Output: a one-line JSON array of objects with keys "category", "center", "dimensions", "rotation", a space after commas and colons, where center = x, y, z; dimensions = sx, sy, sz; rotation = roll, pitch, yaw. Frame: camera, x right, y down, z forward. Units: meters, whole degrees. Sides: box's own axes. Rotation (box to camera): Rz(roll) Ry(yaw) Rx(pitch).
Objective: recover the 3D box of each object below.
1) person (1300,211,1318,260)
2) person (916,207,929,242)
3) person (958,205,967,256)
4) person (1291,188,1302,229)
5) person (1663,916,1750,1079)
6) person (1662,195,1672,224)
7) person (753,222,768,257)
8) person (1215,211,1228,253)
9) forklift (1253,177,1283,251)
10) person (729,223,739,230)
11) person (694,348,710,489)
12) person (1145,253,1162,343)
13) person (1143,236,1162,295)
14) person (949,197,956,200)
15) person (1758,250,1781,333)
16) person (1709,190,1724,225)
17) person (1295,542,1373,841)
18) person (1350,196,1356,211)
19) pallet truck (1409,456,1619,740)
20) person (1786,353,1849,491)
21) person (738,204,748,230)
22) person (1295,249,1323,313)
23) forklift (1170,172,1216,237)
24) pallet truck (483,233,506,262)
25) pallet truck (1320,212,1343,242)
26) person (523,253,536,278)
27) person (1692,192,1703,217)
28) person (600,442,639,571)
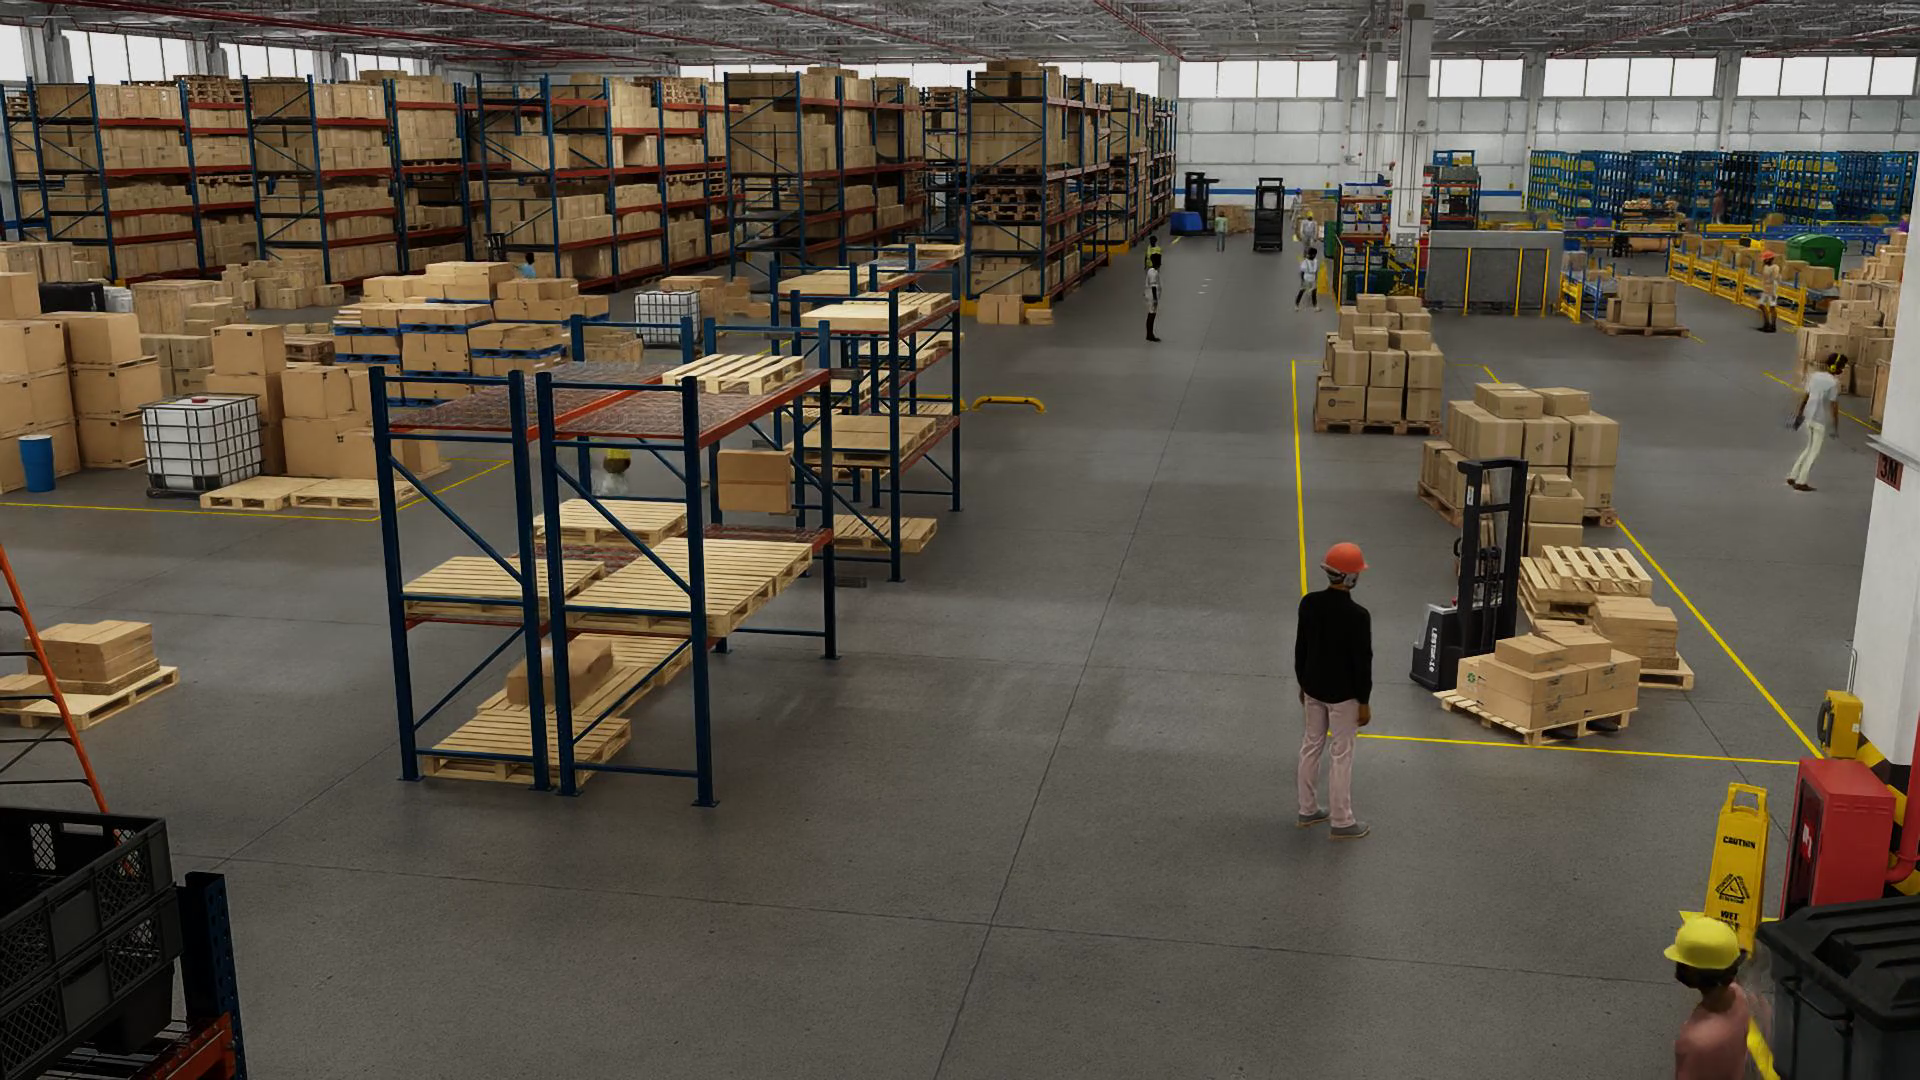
[{"category": "person", "center": [12.473, -10.853, 59.445], "dimensions": [0.607, 1.820, 0.590], "rotation": [2, 14, 10]}, {"category": "person", "center": [-1.360, -10.958, 59.677], "dimensions": [0.443, 1.926, 0.629], "rotation": [10, 17, 35]}, {"category": "person", "center": [0.104, -11.513, 61.992], "dimensions": [0.588, 1.889, 0.641], "rotation": [11, 18, 37]}, {"category": "person", "center": [16.117, -15.855, 79.527], "dimensions": [0.601, 1.940, 0.415], "rotation": [-8, 16, -29]}, {"category": "person", "center": [2.793, 2.255, 6.351], "dimensions": [0.444, 1.748, 0.542], "rotation": [9, 17, 34]}, {"category": "person", "center": [30.397, -13.926, 71.797], "dimensions": [0.863, 1.873, 0.680], "rotation": [8, 16, 31]}, {"category": "person", "center": [-7.619, -11.365, 61.978], "dimensions": [0.841, 1.604, 0.541], "rotation": [0, 14, 1]}, {"category": "person", "center": [10.054, -11.878, 64.086], "dimensions": [0.514, 1.587, 0.850], "rotation": [5, 15, 18]}, {"category": "forklift", "center": [12.083, -12.747, 64.956], "dimensions": [1.129, 2.768, 1.873], "rotation": [3, 14, 10]}, {"category": "person", "center": [-8.417, -11.368, 61.212], "dimensions": [1.097, 1.968, 0.618], "rotation": [-1, 14, -4]}, {"category": "person", "center": [-3.480, -1.606, 21.853], "dimensions": [0.345, 1.847, 0.504], "rotation": [0, 14, -2]}, {"category": "person", "center": [4.300, -5.378, 36.918], "dimensions": [0.368, 1.966, 0.603], "rotation": [0, 14, -1]}, {"category": "person", "center": [5.466, -7.795, 47.284], "dimensions": [0.538, 1.700, 0.317], "rotation": [10, 17, 34]}, {"category": "person", "center": [-0.480, -18.712, 91.374], "dimensions": [0.615, 1.814, 0.534], "rotation": [1, 14, 6]}, {"category": "person", "center": [18.788, -5.769, 38.635], "dimensions": [0.472, 1.912, 0.583], "rotation": [-2, 14, -8]}, {"category": "person", "center": [34.585, -15.012, 76.041], "dimensions": [0.619, 1.967, 0.861], "rotation": [2, 14, 7]}, {"category": "person", "center": [2.482, 0.990, 11.005], "dimensions": [0.384, 1.996, 0.610], "rotation": [-9, 17, -33]}, {"category": "person", "center": [20.648, -17.745, 87.589], "dimensions": [0.490, 1.743, 0.324], "rotation": [-6, 15, -22]}, {"category": "pallet truck", "center": [4.504, 0.400, 13.395], "dimensions": [0.823, 1.965, 1.885], "rotation": [-6, 15, -23]}, {"category": "person", "center": [11.113, -1.521, 21.533], "dimensions": [0.499, 1.829, 0.544], "rotation": [-2, 14, -9]}, {"category": "person", "center": [-8.514, -12.169, 64.789], "dimensions": [0.470, 1.828, 0.589], "rotation": [2, 14, 8]}, {"category": "person", "center": [9.016, -6.704, 42.960], "dimensions": [0.587, 1.633, 0.898], "rotation": [-7, 16, -27]}, {"category": "forklift", "center": [10.298, -14.828, 73.406], "dimensions": [1.873, 2.768, 1.129], "rotation": [-10, 17, -36]}, {"category": "pallet truck", "center": [-11.832, -7.026, 43.548], "dimensions": [1.885, 1.965, 0.823], "rotation": [8, 16, 28]}, {"category": "pallet truck", "center": [15.874, -13.227, 70.310], "dimensions": [0.680, 1.201, 1.601], "rotation": [10, 17, 35]}, {"category": "person", "center": [-10.635, -6.298, 41.286], "dimensions": [0.864, 1.649, 0.542], "rotation": [1, 14, 5]}, {"category": "person", "center": [35.412, -15.912, 79.974], "dimensions": [0.612, 1.841, 0.468], "rotation": [-4, 15, -17]}, {"category": "person", "center": [-3.353, -0.124, 16.146], "dimensions": [0.880, 1.706, 0.502], "rotation": [0, 14, 1]}]
